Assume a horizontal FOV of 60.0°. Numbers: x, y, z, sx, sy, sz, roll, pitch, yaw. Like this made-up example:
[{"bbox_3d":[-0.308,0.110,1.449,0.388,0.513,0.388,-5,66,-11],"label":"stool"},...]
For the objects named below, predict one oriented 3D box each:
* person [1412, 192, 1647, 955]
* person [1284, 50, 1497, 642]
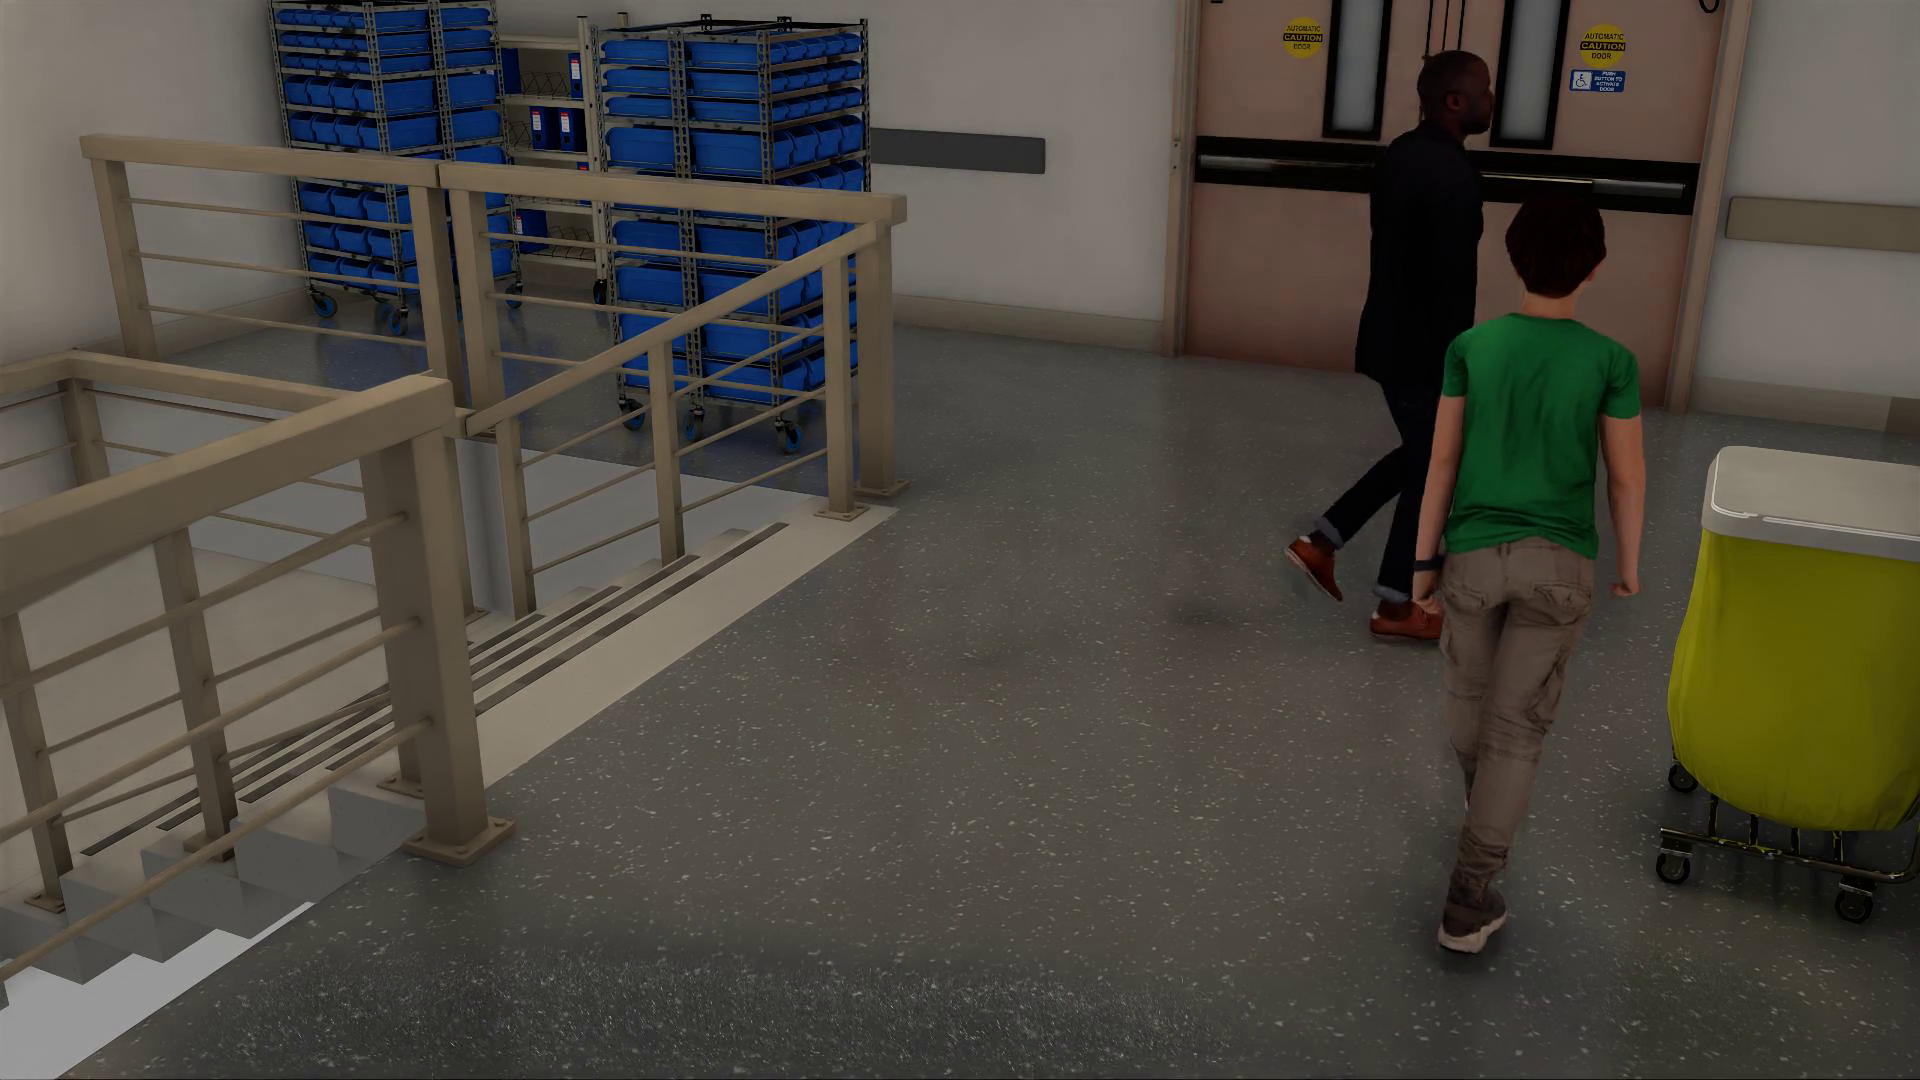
[{"bbox_3d":[1.184,0.116,3.582,1.048,1.608,0.744,13,24,30],"label":"person"},{"bbox_3d":[1.308,-0.544,5.048,0.961,1.804,0.892,-1,21,-3],"label":"person"}]
